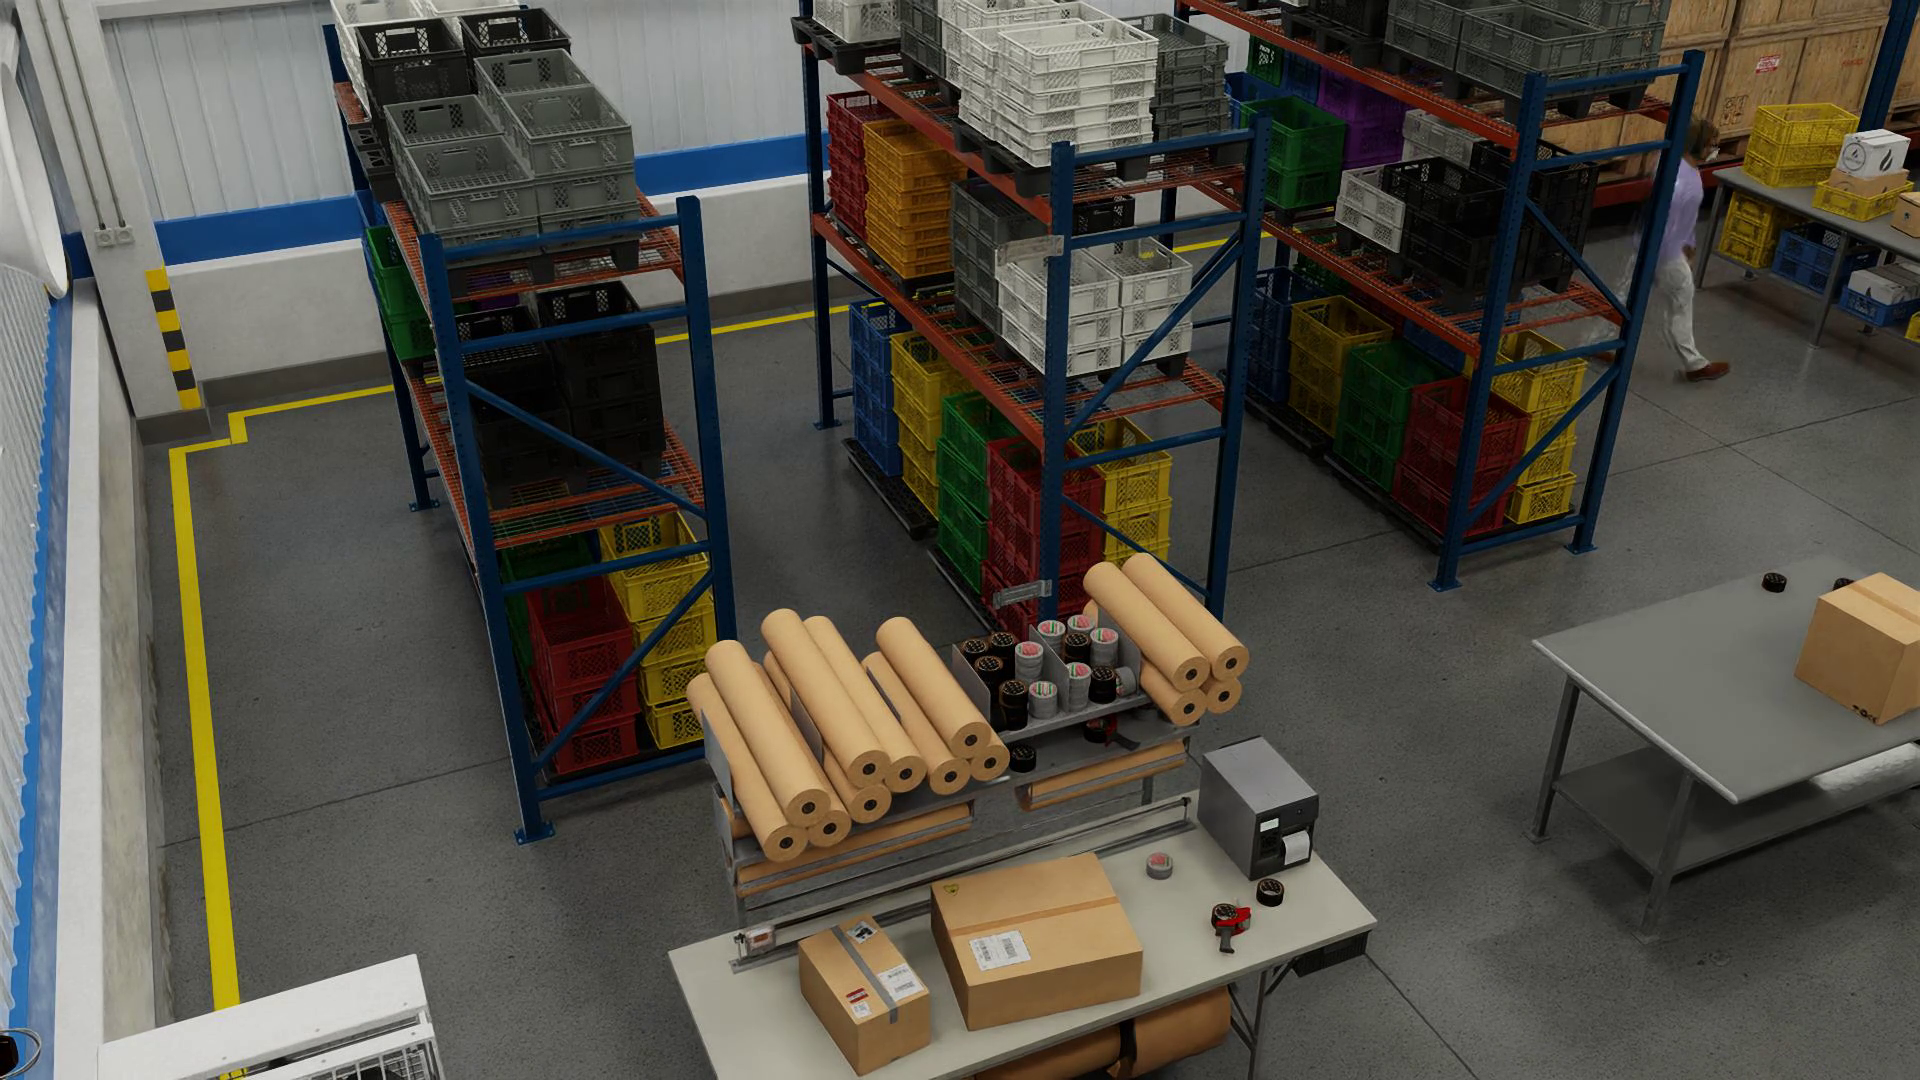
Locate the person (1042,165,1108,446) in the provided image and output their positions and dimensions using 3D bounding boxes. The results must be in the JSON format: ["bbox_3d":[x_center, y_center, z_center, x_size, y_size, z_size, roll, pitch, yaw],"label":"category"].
[{"bbox_3d":[0.730,-1.546,10.941,0.405,1.878,0.701,11,33,17],"label":"person"}]

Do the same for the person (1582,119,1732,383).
[{"bbox_3d":[5.044,-2.026,11.709,1.009,1.888,0.628,9,33,15],"label":"person"}]
